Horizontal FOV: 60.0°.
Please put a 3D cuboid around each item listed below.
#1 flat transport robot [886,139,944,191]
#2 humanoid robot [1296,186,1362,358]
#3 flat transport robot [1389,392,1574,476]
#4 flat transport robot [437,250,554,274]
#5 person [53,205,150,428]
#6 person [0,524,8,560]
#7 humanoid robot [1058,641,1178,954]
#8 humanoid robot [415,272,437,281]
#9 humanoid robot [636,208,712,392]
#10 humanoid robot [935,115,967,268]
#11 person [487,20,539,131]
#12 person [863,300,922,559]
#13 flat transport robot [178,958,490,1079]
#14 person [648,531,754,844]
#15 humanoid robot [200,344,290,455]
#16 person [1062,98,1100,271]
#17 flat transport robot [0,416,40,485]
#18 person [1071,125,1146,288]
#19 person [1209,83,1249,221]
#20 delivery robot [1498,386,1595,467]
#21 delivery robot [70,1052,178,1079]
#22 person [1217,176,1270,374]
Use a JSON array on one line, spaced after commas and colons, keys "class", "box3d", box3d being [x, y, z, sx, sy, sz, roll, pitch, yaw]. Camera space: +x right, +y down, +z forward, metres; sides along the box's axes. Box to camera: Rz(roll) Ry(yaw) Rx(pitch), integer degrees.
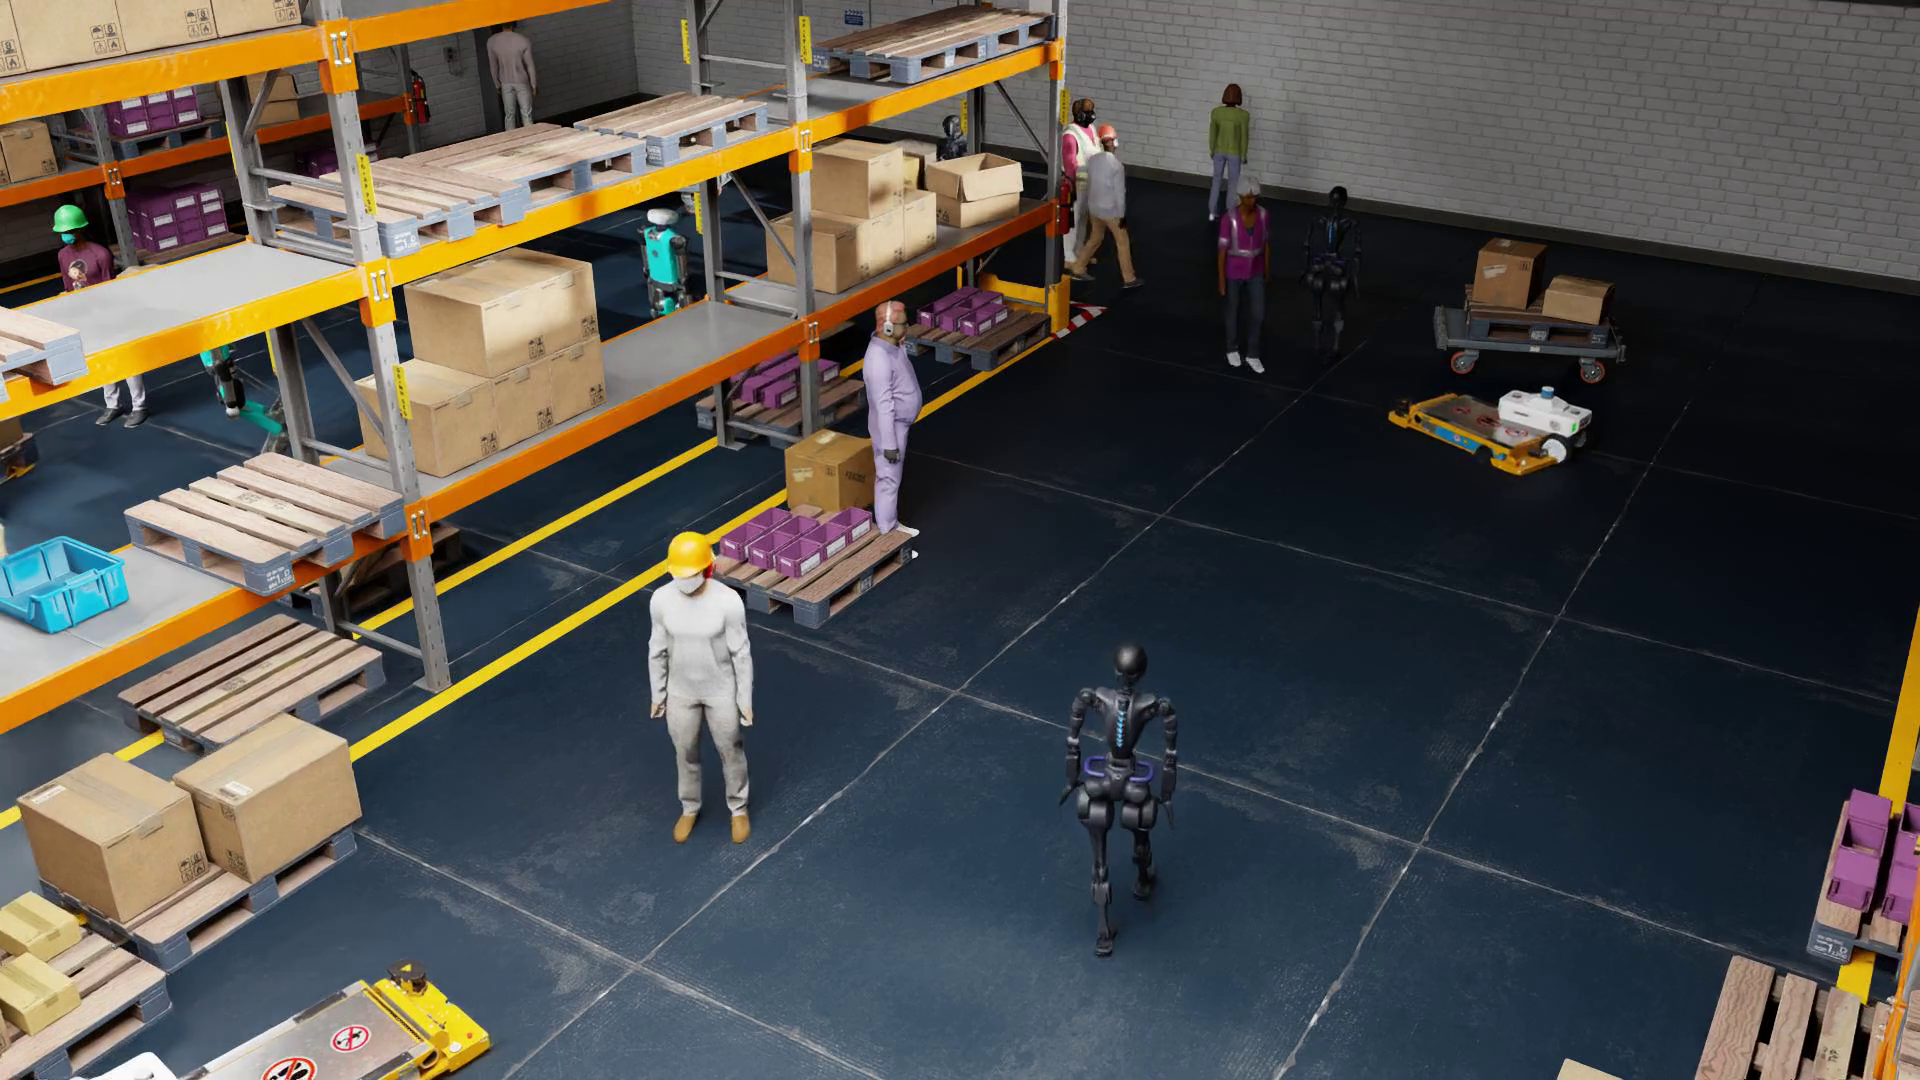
[{"class": "flat transport robot", "box3d": [-0.882, -3.809, 19.704, 1.431, 0.231, 0.659, 20, 33, 34]}, {"class": "humanoid robot", "box3d": [3.454, -2.509, 15.587, 0.603, 1.655, 0.384, 12, 29, 22]}, {"class": "flat transport robot", "box3d": [4.380, -0.924, 14.019, 0.659, 0.231, 1.431, -17, 31, -30]}, {"class": "flat transport robot", "box3d": [-4.891, -2.796, 17.707, 1.431, 0.231, 0.659, -19, 33, -33]}, {"class": "person", "box3d": [-7.298, -1.894, 14.090, 0.481, 1.943, 0.434, 4, 27, 7]}, {"class": "person", "box3d": [-5.827, 0.367, 9.851, 0.579, 1.730, 0.407, 8, 28, 15]}, {"class": "humanoid robot", "box3d": [0.787, 1.207, 8.293, 0.588, 1.634, 0.722, 5, 27, 10]}, {"class": "humanoid robot", "box3d": [-5.277, -2.923, 16.411, 0.616, 1.645, 0.473, 23, 35, 38]}, {"class": "humanoid robot", "box3d": [-2.424, -2.052, 14.738, 0.543, 1.904, 0.728, 18, 32, 31]}, {"class": "humanoid robot", "box3d": [-0.062, -3.835, 18.209, 0.616, 1.634, 0.580, 22, 34, 36]}, {"class": "person", "box3d": [-6.013, -6.165, 22.504, 0.628, 1.939, 0.373, 1, 27, 2]}, {"class": "person", "box3d": [-0.476, -0.802, 11.970, 0.414, 1.909, 0.642, 1, 27, 1]}, {"class": "flat transport robot", "box3d": [-2.904, 2.422, 7.425, 0.659, 0.231, 1.431, 23, 35, 38]}, {"class": "person", "box3d": [-1.371, 0.798, 8.843, 0.570, 1.889, 0.389, 3, 27, 5]}, {"class": "humanoid robot", "box3d": [-5.494, -1.203, 12.864, 0.682, 1.725, 0.531, -15, 31, -28]}, {"class": "person", "box3d": [1.321, -3.862, 18.069, 0.429, 1.847, 0.625, 12, 29, 23]}, {"class": "flat transport robot", "box3d": [-7.980, -0.377, 12.941, 0.659, 0.231, 1.431, 4, 27, 8]}, {"class": "person", "box3d": [1.583, -3.526, 17.562, 0.633, 1.698, 0.613, -14, 30, -25]}, {"class": "person", "box3d": [3.180, -4.580, 19.714, 0.499, 1.630, 0.280, 17, 31, 29]}, {"class": "delivery robot", "box3d": [4.840, -0.985, 13.815, 0.772, 0.587, 0.499, 23, 35, 38]}, {"class": "delivery robot", "box3d": [-3.619, 2.505, 6.967, 0.499, 0.613, 0.817, 22, 34, 36]}, {"class": "person", "box3d": [2.629, -2.416, 15.232, 0.561, 1.822, 0.692, -5, 27, -10]}]
